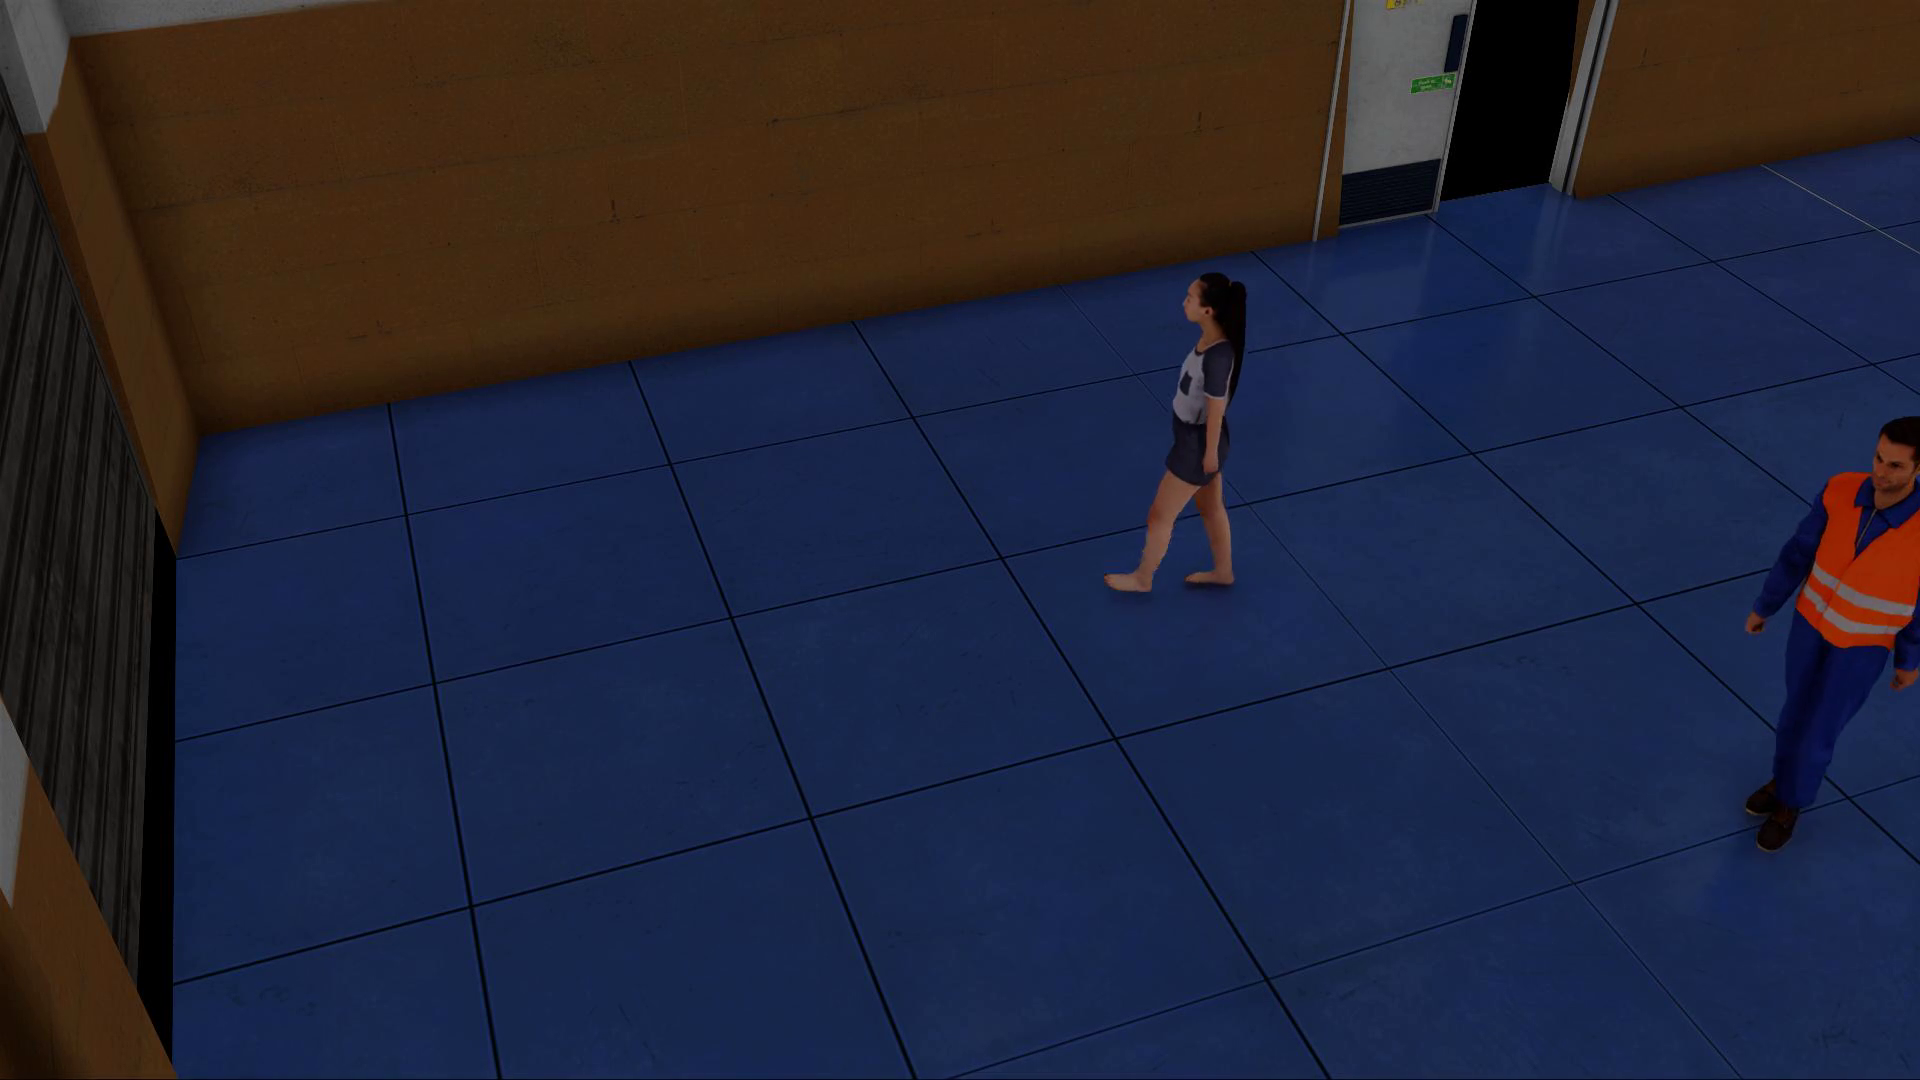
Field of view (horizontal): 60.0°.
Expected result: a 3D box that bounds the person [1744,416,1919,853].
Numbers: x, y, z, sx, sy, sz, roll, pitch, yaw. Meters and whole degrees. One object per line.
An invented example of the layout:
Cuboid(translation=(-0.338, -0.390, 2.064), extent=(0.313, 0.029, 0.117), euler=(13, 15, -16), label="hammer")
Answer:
Cuboid(translation=(3.326, 0.314, 6.189), extent=(0.883, 1.851, 0.756), euler=(-24, 43, -28), label="person")

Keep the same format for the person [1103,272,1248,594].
Cuboid(translation=(1.151, -0.416, 7.346), extent=(0.897, 1.629, 0.890), euler=(6, 37, 8), label="person")
